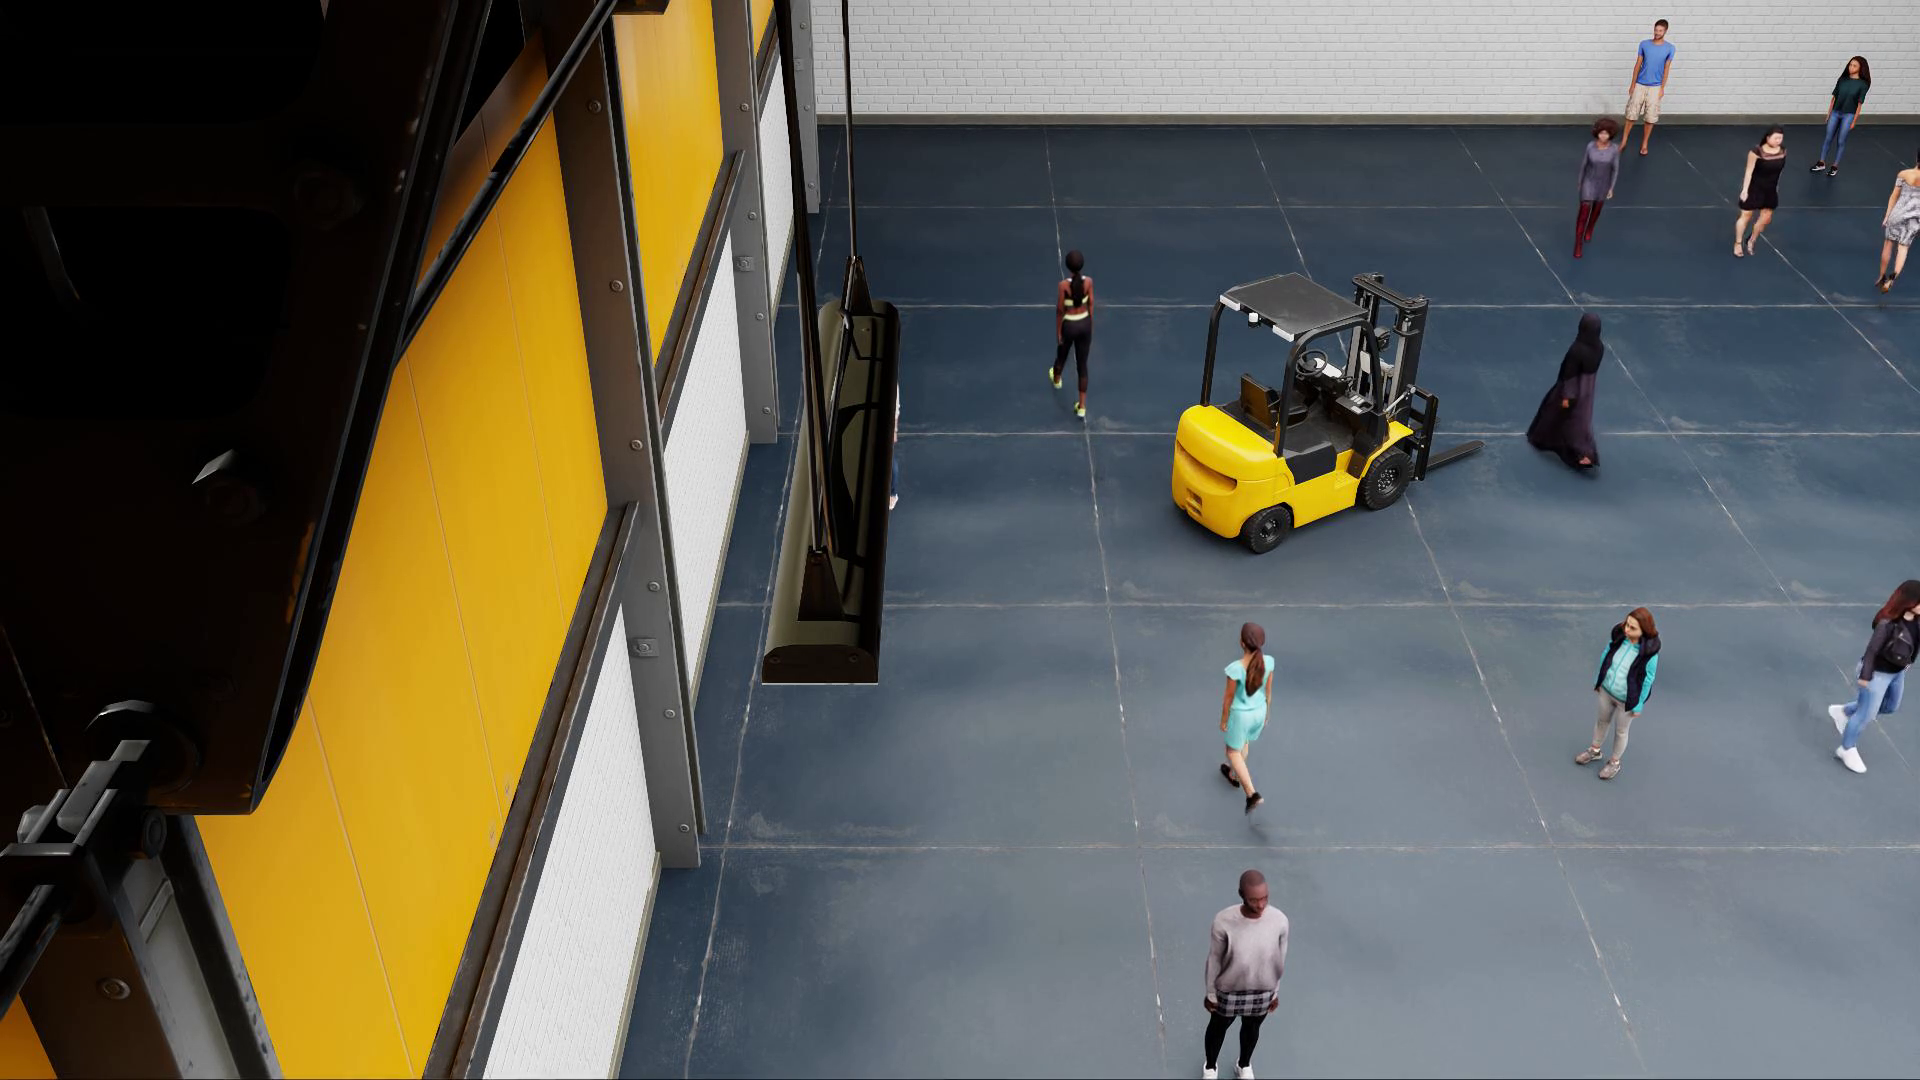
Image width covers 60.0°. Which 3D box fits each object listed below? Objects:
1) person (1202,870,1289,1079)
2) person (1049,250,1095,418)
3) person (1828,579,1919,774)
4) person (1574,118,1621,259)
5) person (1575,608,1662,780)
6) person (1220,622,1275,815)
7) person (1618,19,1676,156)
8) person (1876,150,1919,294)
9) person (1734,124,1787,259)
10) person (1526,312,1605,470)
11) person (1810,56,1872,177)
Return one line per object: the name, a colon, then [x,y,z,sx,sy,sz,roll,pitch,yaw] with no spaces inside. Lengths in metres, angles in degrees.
person: [1.673,2.626,9.846,0.624,1.771,0.538,-2,34,-3]
person: [1.207,-2.082,16.985,0.693,1.710,1.131,-5,34,-8]
person: [6.881,0.953,12.495,0.835,1.625,0.894,-15,37,-22]
person: [7.831,-4.365,20.460,0.825,1.664,1.193,11,35,16]
person: [4.923,1.118,12.360,0.746,1.499,0.668,-21,39,-28]
person: [2.103,1.301,12.046,0.744,1.543,0.993,-11,35,-16]
person: [9.639,-6.363,23.287,0.724,1.862,0.715,16,37,22]
person: [10.929,-3.654,19.270,0.876,1.798,1.089,14,36,20]
person: [9.695,-4.279,20.291,0.729,1.708,0.679,-5,34,-8]
person: [6.018,-1.427,16.093,0.935,1.605,1.193,-15,36,-21]
person: [12.025,-5.785,22.641,0.775,1.616,0.704,-24,41,-32]
